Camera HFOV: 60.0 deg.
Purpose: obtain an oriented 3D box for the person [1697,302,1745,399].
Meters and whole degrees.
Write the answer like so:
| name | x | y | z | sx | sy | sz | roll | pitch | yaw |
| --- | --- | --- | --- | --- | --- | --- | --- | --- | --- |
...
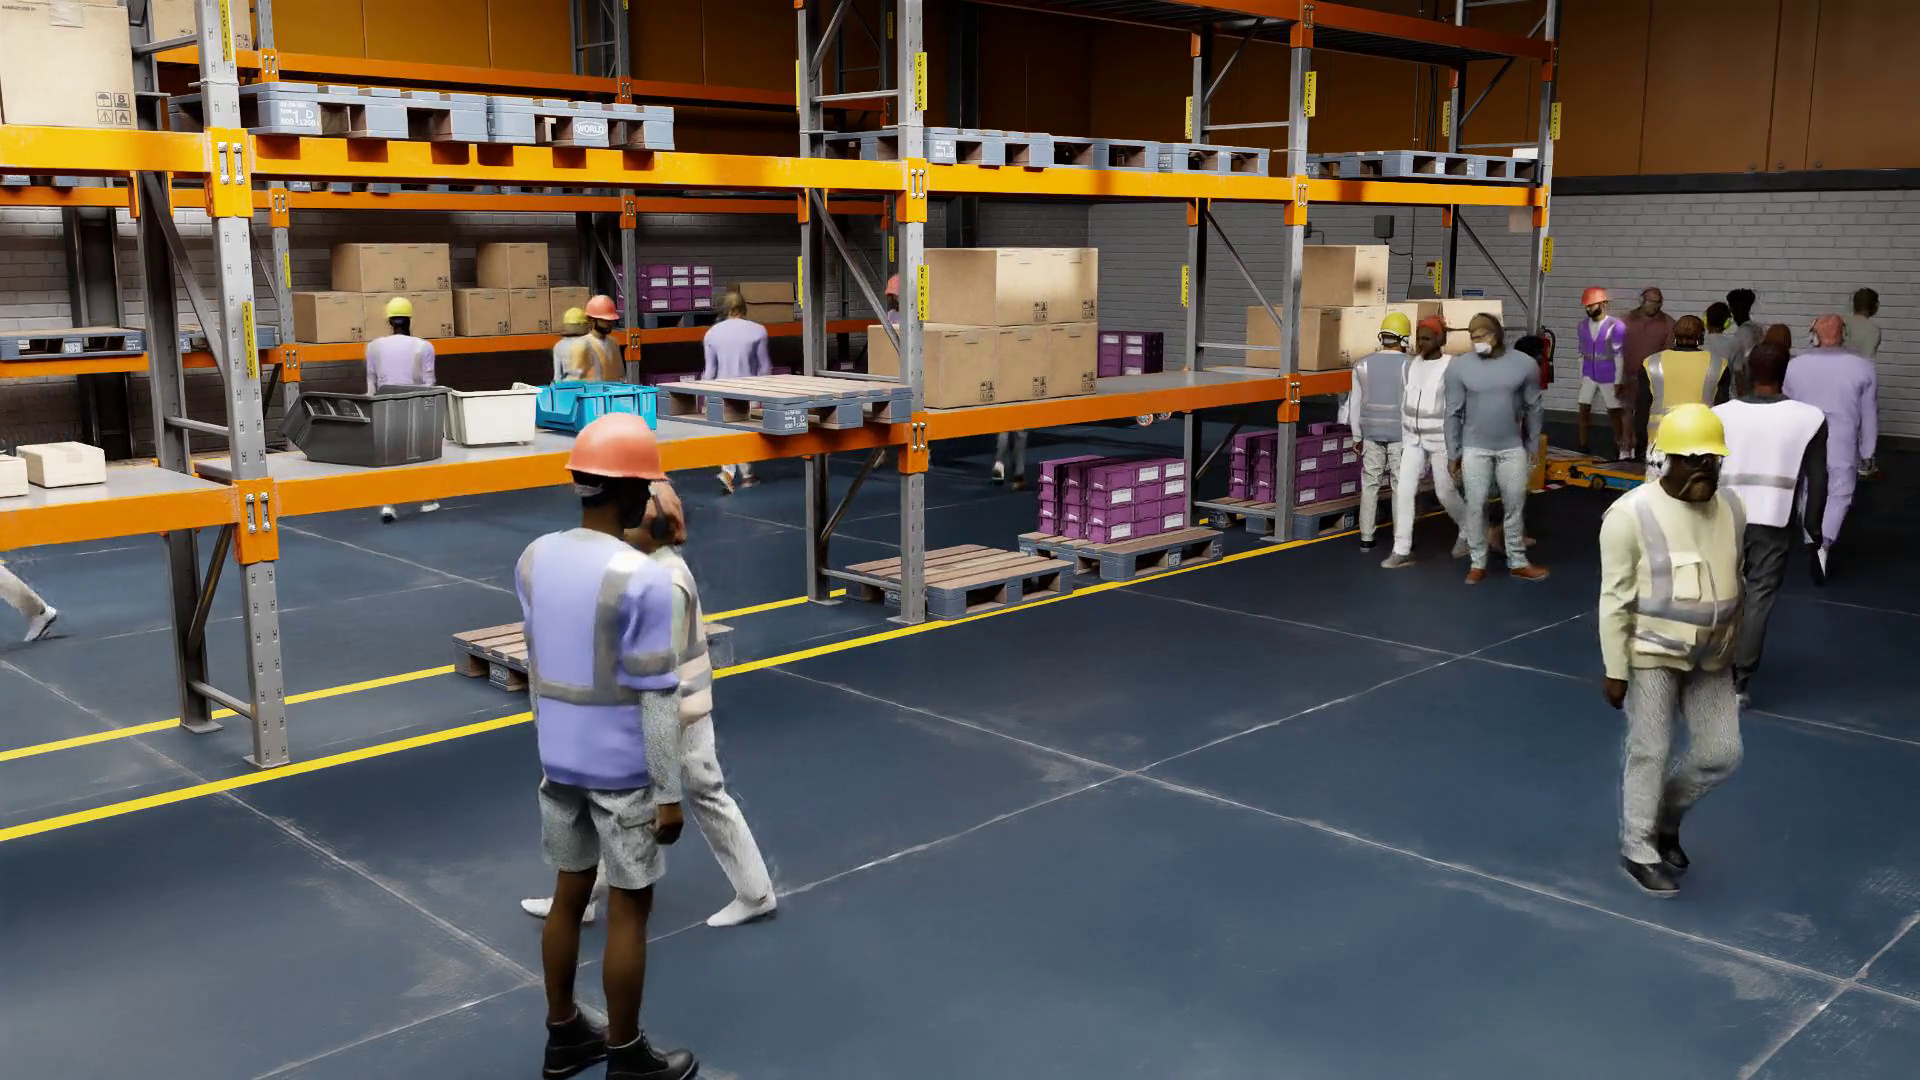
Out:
| name | x | y | z | sx | sy | sz | roll | pitch | yaw |
| --- | --- | --- | --- | --- | --- | --- | --- | --- | --- |
| person | 6.538 | -1.152 | 14.516 | 0.565 | 1.839 | 0.715 | 4 | 11 | 23 |

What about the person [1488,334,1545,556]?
| name | x | y | z | sx | sy | sz | roll | pitch | yaw |
| --- | --- | --- | --- | --- | --- | --- | --- | --- | --- |
| person | 4.183 | -0.728 | 12.636 | 0.615 | 1.673 | 0.588 | -1 | 10 | -4 |

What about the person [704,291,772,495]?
| name | x | y | z | sx | sy | sz | roll | pitch | yaw |
| --- | --- | --- | --- | --- | --- | --- | --- | --- | --- |
| person | -2.125 | -1.384 | 15.633 | 0.624 | 1.895 | 0.992 | 3 | 11 | 18 |

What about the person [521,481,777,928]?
| name | x | y | z | sx | sy | sz | roll | pitch | yaw |
| --- | --- | --- | --- | --- | --- | --- | --- | --- | --- |
| person | -1.045 | 0.588 | 5.673 | 0.881 | 1.583 | 0.523 | -3 | 11 | -18 |

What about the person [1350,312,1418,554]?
| name | x | y | z | sx | sy | sz | roll | pitch | yaw |
| --- | --- | --- | --- | --- | --- | --- | --- | --- | --- |
| person | 3.252 | -0.801 | 12.579 | 0.596 | 1.831 | 0.403 | 7 | 12 | 33 |

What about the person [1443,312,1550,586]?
| name | x | y | z | sx | sy | sz | roll | pitch | yaw |
| --- | --- | --- | --- | --- | --- | --- | --- | --- | --- |
| person | 3.675 | -0.616 | 11.411 | 0.735 | 1.894 | 0.473 | 1 | 10 | 8 |

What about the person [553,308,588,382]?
| name | x | y | z | sx | sy | sz | roll | pitch | yaw |
| --- | --- | --- | --- | --- | --- | --- | --- | --- | --- |
| person | -3.792 | -1.414 | 16.264 | 0.494 | 1.709 | 0.851 | 7 | 12 | 32 |

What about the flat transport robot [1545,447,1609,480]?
| name | x | y | z | sx | sy | sz | roll | pitch | yaw |
| --- | --- | --- | --- | --- | --- | --- | --- | --- | --- |
| flat transport robot | 5.891 | -0.799 | 16.831 | 0.652 | 0.197 | 1.431 | -2 | 11 | -13 |

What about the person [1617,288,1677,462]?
| name | x | y | z | sx | sy | sz | roll | pitch | yaw |
| --- | --- | --- | --- | --- | --- | --- | --- | --- | --- |
| person | 7.240 | -1.739 | 17.650 | 0.664 | 1.852 | 0.891 | 3 | 11 | 18 |

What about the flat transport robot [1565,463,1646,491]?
| name | x | y | z | sx | sy | sz | roll | pitch | yaw |
| --- | --- | --- | --- | --- | --- | --- | --- | --- | --- |
| flat transport robot | 6.417 | -0.549 | 15.469 | 0.652 | 0.197 | 1.431 | -5 | 12 | -26 |

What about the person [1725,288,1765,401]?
| name | x | y | z | sx | sy | sz | roll | pitch | yaw |
| --- | --- | --- | --- | --- | --- | --- | --- | --- | --- |
| person | 7.687 | -1.472 | 16.070 | 0.994 | 1.912 | 0.639 | 9 | 14 | 41 |

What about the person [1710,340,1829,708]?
| name | x | y | z | sx | sy | sz | roll | pitch | yaw |
| --- | --- | --- | --- | --- | --- | --- | --- | --- | --- |
| person | 4.153 | -0.094 | 8.646 | 0.590 | 1.868 | 1.024 | 8 | 13 | 36 |

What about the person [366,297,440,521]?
| name | x | y | z | sx | sy | sz | roll | pitch | yaw |
| --- | --- | --- | --- | --- | --- | --- | --- | --- | --- |
| person | -4.735 | -1.115 | 14.151 | 0.600 | 1.892 | 0.888 | 0 | 10 | -2 |

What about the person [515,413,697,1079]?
| name | x | y | z | sx | sy | sz | roll | pitch | yaw |
| --- | --- | --- | --- | --- | --- | --- | --- | --- | --- |
| person | -0.956 | 0.609 | 4.646 | 0.555 | 1.922 | 0.408 | 7 | 13 | 34 |

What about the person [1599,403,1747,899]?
| name | x | y | z | sx | sy | sz | roll | pitch | yaw |
| --- | --- | --- | --- | --- | --- | --- | --- | --- | --- |
| person | 2.595 | 0.405 | 6.045 | 0.614 | 1.813 | 0.431 | -3 | 11 | -14 |

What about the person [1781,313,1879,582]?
| name | x | y | z | sx | sy | sz | roll | pitch | yaw |
| --- | --- | --- | --- | --- | --- | --- | --- | --- | --- |
| person | 6.006 | -0.634 | 11.587 | 0.643 | 1.871 | 0.802 | 8 | 13 | 36 |

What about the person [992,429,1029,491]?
| name | x | y | z | sx | sy | sz | roll | pitch | yaw |
| --- | --- | --- | --- | --- | --- | --- | --- | --- | --- |
| person | 0.509 | -1.362 | 15.650 | 0.533 | 1.827 | 0.456 | 5 | 11 | 25 |

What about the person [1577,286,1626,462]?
| name | x | y | z | sx | sy | sz | roll | pitch | yaw |
| --- | --- | --- | --- | --- | --- | --- | --- | --- | --- |
| person | 6.788 | -1.729 | 17.538 | 0.736 | 1.889 | 0.556 | -8 | 13 | -38 |

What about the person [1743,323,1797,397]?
| name | x | y | z | sx | sy | sz | roll | pitch | yaw |
| --- | --- | --- | --- | --- | --- | --- | --- | --- | --- |
| person | 7.536 | -1.223 | 15.512 | 0.510 | 1.603 | 0.799 | 7 | 13 | 34 |

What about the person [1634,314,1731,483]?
| name | x | y | z | sx | sy | sz | roll | pitch | yaw |
| --- | --- | --- | --- | --- | --- | --- | --- | --- | --- |
| person | 5.219 | -0.710 | 12.058 | 0.634 | 1.842 | 0.429 | 4 | 11 | 22 |

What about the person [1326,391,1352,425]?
| name | x | y | z | sx | sy | sz | roll | pitch | yaw |
| --- | --- | --- | --- | --- | --- | --- | --- | --- | --- |
| person | 4.138 | -1.688 | 17.409 | 0.526 | 1.836 | 0.861 | 5 | 12 | 26 |

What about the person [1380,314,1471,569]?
| name | x | y | z | sx | sy | sz | roll | pitch | yaw |
| --- | --- | --- | --- | --- | --- | --- | --- | --- | --- |
| person | 3.488 | -0.725 | 12.147 | 0.898 | 1.853 | 0.579 | -8 | 13 | -37 |

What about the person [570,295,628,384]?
| name | x | y | z | sx | sy | sz | roll | pitch | yaw |
| --- | --- | --- | --- | --- | --- | --- | --- | --- | --- |
| person | -2.928 | -1.073 | 13.824 | 0.594 | 1.912 | 0.562 | 3 | 11 | 17 |

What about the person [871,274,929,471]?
| name | x | y | z | sx | sy | sz | roll | pitch | yaw |
| --- | --- | --- | --- | --- | --- | --- | --- | --- | --- |
| person | -0.588 | -1.695 | 16.967 | 0.671 | 2.010 | 0.625 | -8 | 13 | -38 |

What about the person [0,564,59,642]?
| name | x | y | z | sx | sy | sz | roll | pitch | yaw |
| --- | --- | --- | --- | --- | --- | --- | --- | --- | --- |
| person | -5.667 | -0.133 | 9.568 | 0.526 | 1.605 | 0.811 | 9 | 14 | 42 |

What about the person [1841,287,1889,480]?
| name | x | y | z | sx | sy | sz | roll | pitch | yaw |
| --- | --- | --- | --- | --- | --- | --- | --- | --- | --- |
| person | 8.695 | -1.515 | 16.294 | 0.928 | 1.913 | 0.637 | -2 | 11 | -10 |
